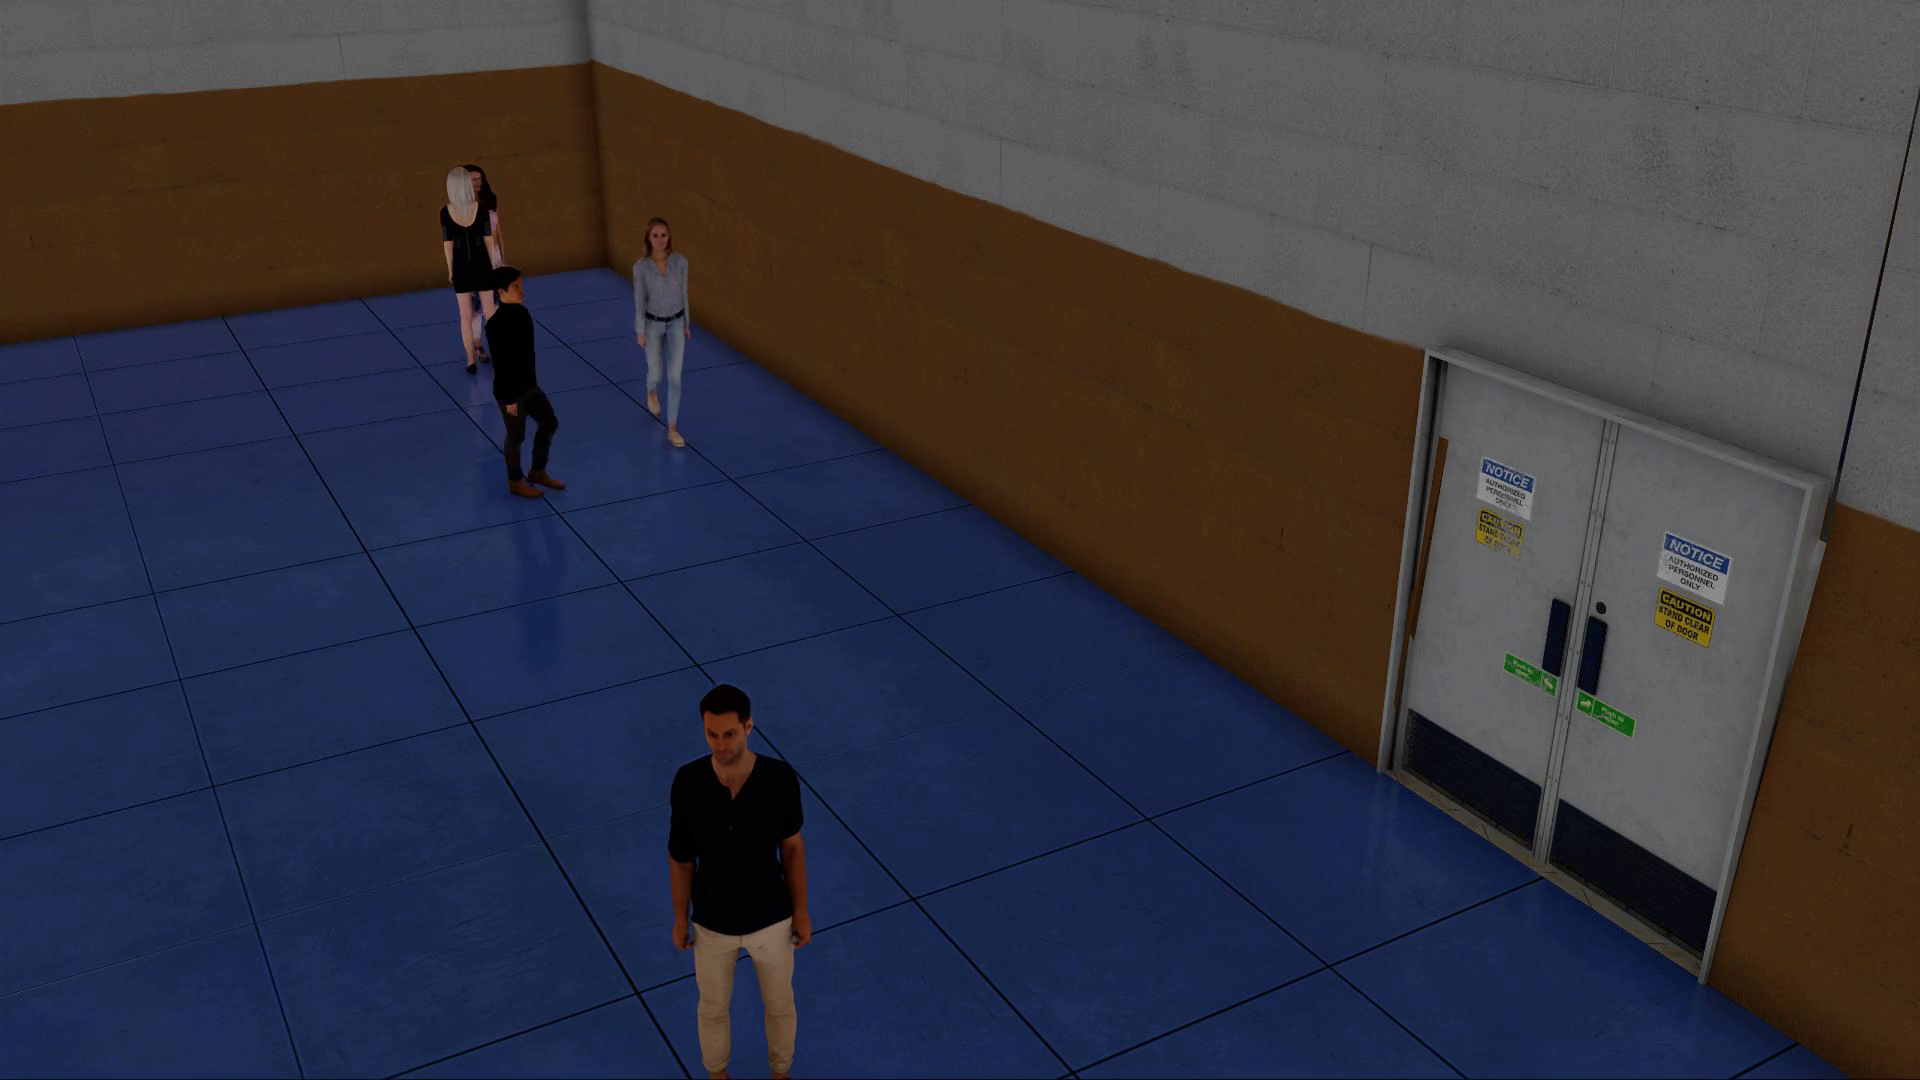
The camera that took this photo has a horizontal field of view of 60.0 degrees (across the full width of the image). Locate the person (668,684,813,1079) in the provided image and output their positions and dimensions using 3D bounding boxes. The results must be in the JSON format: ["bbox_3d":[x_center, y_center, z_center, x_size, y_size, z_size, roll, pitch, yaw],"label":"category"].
[{"bbox_3d":[-0.793,1.350,6.049,0.623,1.856,0.783,-2,24,-4],"label":"person"}]

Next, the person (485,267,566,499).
[{"bbox_3d":[-3.225,-1.123,11.908,0.848,1.714,0.777,7,25,16],"label":"person"}]

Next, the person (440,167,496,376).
[{"bbox_3d":[-4.280,-2.360,14.590,0.505,1.830,0.678,-7,25,-16],"label":"person"}]

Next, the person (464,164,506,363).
[{"bbox_3d":[-4.304,-2.501,14.987,0.513,1.769,0.664,-19,30,-37],"label":"person"}]

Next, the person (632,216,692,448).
[{"bbox_3d":[-2.351,-1.661,13.065,1.027,1.772,0.755,-9,25,-20],"label":"person"}]
